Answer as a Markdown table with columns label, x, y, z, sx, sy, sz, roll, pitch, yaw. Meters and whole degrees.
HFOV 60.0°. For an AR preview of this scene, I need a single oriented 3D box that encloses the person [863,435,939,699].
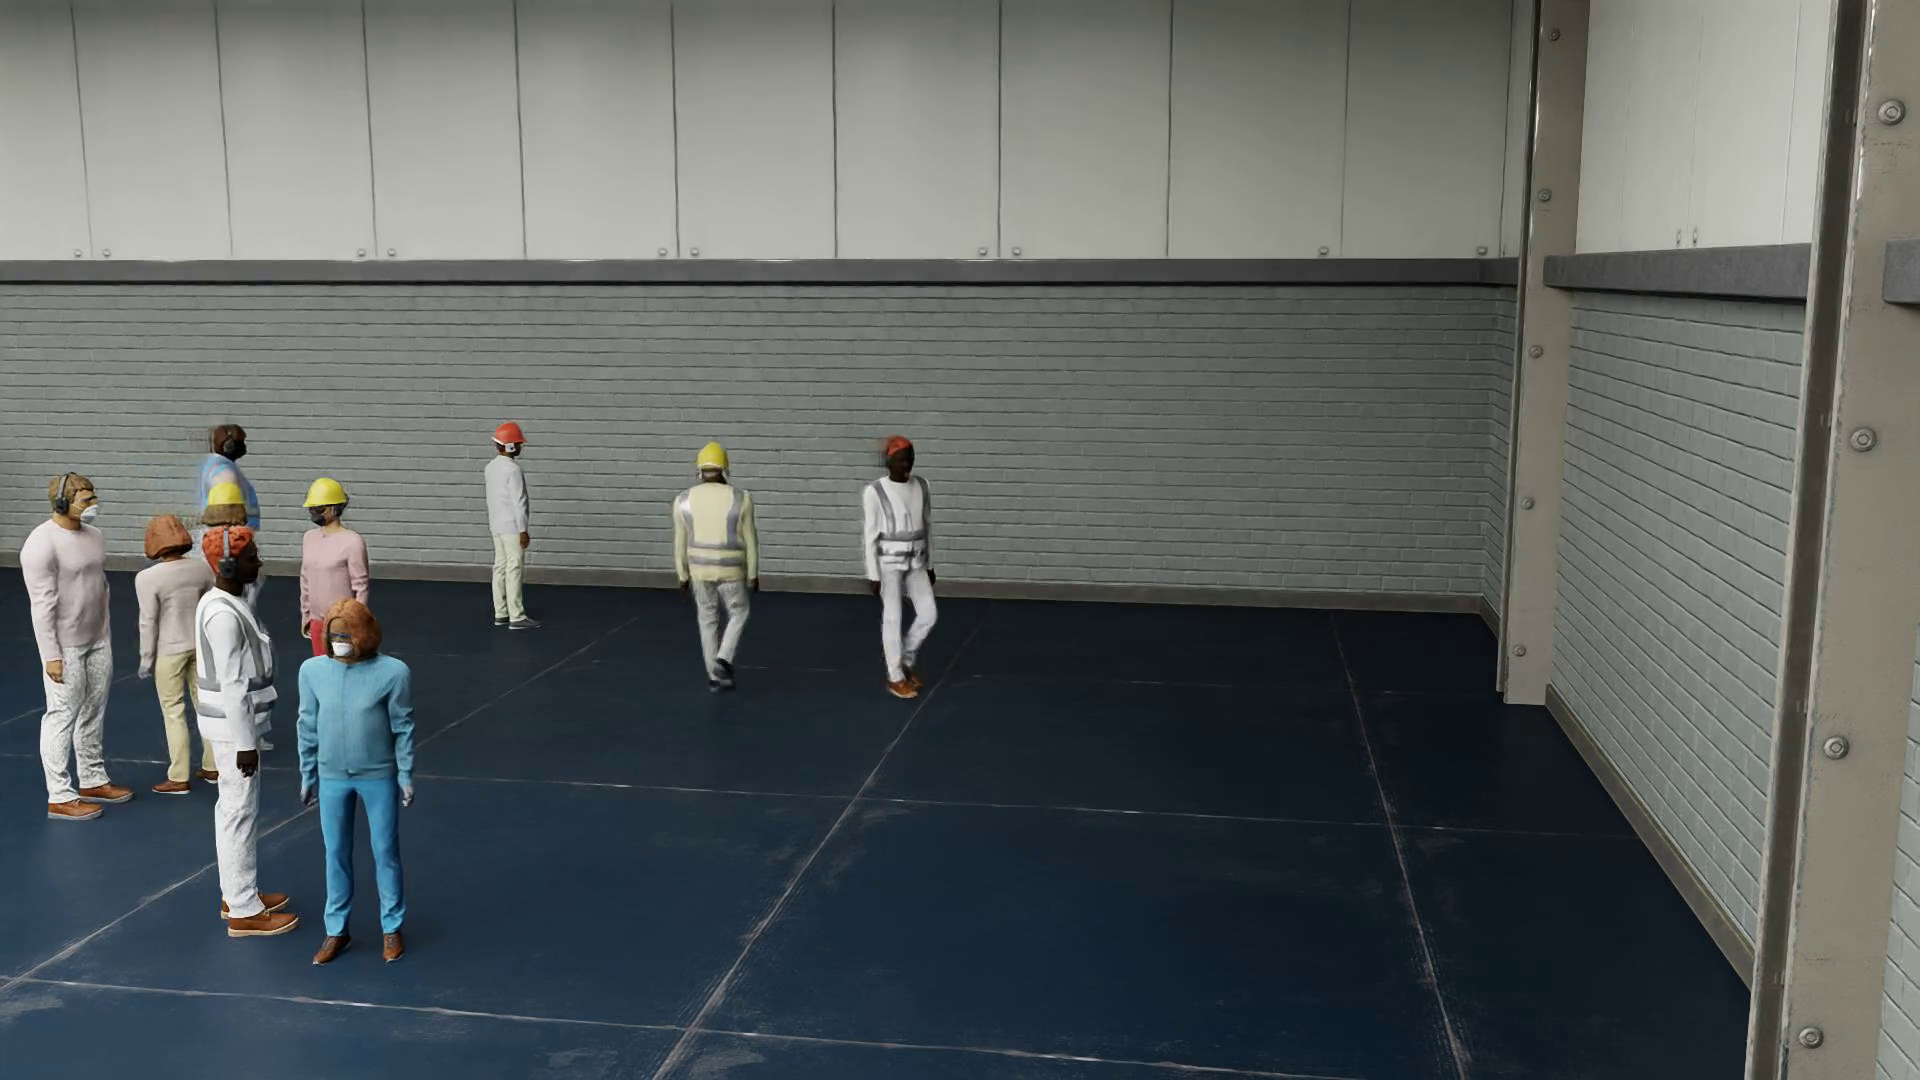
| label | x | y | z | sx | sy | sz | roll | pitch | yaw |
| --- | --- | --- | --- | --- | --- | --- | --- | --- | --- |
| person | -0.409 | 0.197 | 11.791 | 0.618 | 1.874 | 0.412 | -7 | 12 | -37 |

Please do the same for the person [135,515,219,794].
| label | x | y | z | sx | sy | sz | roll | pitch | yaw |
| --- | --- | --- | --- | --- | --- | --- | --- | --- | --- |
| person | -4.546 | 0.660 | 9.679 | 0.289 | 1.632 | 0.497 | 5 | 10 | 27 |

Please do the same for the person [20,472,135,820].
| label | x | y | z | sx | sy | sz | roll | pitch | yaw |
| --- | --- | --- | --- | --- | --- | --- | --- | --- | --- |
| person | -4.930 | 0.580 | 9.277 | 0.366 | 1.932 | 0.628 | 1 | 9 | 5 |

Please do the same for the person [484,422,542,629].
| label | x | y | z | sx | sy | sz | roll | pitch | yaw |
| --- | --- | --- | --- | --- | --- | --- | --- | --- | --- |
| person | -3.812 | -0.125 | 14.147 | 0.331 | 1.753 | 0.561 | -8 | 12 | -40 |

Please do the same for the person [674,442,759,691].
| label | x | y | z | sx | sy | sz | roll | pitch | yaw |
| --- | --- | --- | --- | --- | --- | --- | --- | --- | --- |
| person | -1.735 | 0.210 | 11.867 | 0.611 | 1.821 | 0.492 | 1 | 9 | 8 |

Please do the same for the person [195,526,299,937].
| label | x | y | z | sx | sy | sz | roll | pitch | yaw |
| --- | --- | --- | --- | --- | --- | --- | --- | --- | --- |
| person | -3.300 | 0.868 | 7.631 | 0.356 | 1.883 | 0.573 | -5 | 10 | -27 |

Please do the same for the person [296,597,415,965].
| label | x | y | z | sx | sy | sz | roll | pitch | yaw |
| --- | --- | --- | --- | --- | --- | --- | --- | --- | --- |
| person | -2.638 | 1.048 | 7.286 | 0.498 | 1.633 | 0.282 | -1 | 9 | -3 |

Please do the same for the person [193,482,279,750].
| label | x | y | z | sx | sy | sz | roll | pitch | yaw |
| --- | --- | --- | --- | --- | --- | --- | --- | --- | --- |
| person | -4.538 | 0.500 | 10.371 | 0.506 | 1.714 | 0.426 | 4 | 10 | 24 |

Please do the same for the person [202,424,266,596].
| label | x | y | z | sx | sy | sz | roll | pitch | yaw |
| --- | --- | --- | --- | --- | --- | --- | --- | --- | --- |
| person | -5.751 | -0.013 | 13.250 | 0.499 | 1.829 | 0.633 | -4 | 10 | -24 |

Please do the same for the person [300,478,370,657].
| label | x | y | z | sx | sy | sz | roll | pitch | yaw |
| --- | --- | --- | --- | --- | --- | --- | --- | --- | --- |
| person | -3.870 | 0.494 | 10.287 | 0.525 | 1.772 | 0.302 | 4 | 10 | 25 |
